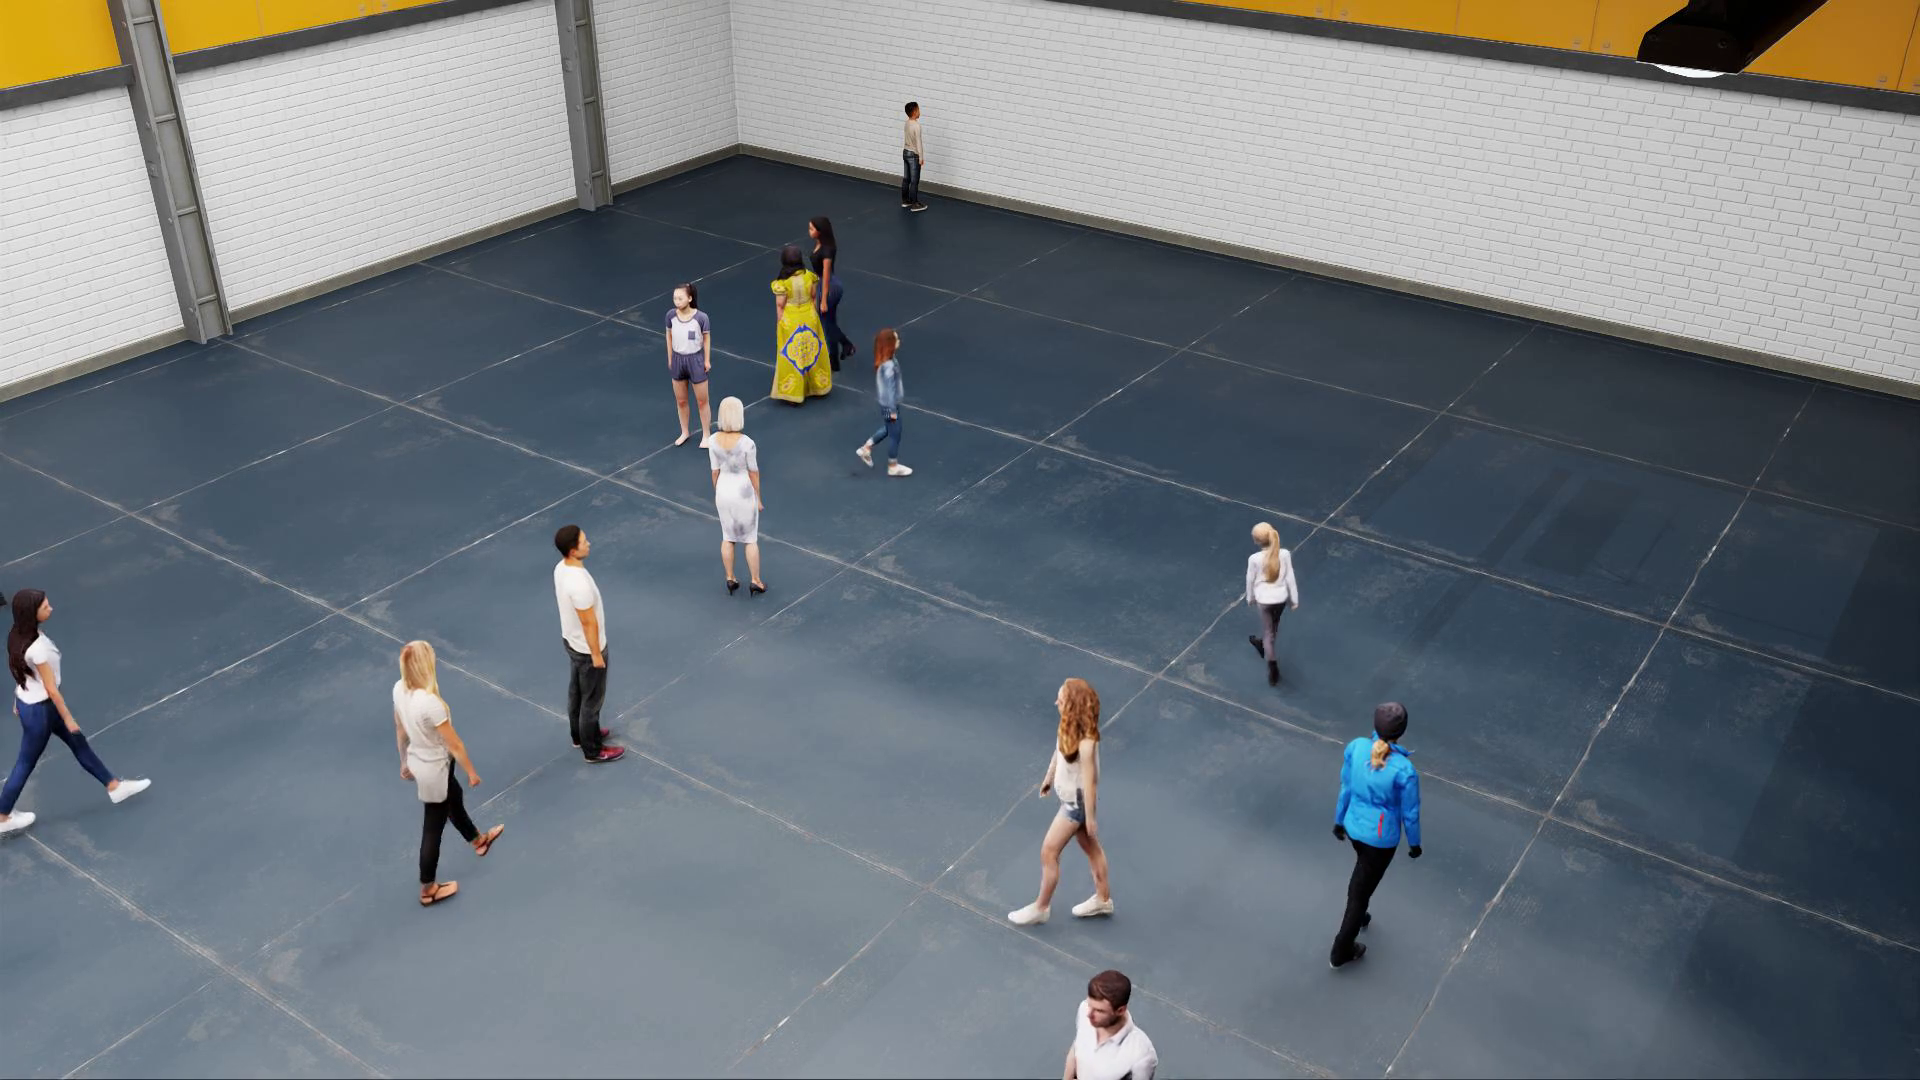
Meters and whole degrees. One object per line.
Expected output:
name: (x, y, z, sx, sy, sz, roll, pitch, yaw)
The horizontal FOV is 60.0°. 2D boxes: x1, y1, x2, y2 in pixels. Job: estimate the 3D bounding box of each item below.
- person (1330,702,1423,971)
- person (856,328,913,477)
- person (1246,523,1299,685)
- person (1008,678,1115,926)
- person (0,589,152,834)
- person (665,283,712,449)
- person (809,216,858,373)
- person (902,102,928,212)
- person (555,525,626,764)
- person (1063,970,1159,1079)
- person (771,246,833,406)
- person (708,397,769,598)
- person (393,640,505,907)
person: (2.316, 1.753, 9.598, 0.831, 1.780, 0.750, -19, 34, -31)
person: (-0.722, -1.268, 15.460, 0.856, 1.470, 0.804, -3, 29, -6)
person: (2.360, 0.489, 12.478, 0.821, 1.241, 0.887, 0, 29, 0)
person: (0.795, 1.576, 9.967, 0.934, 1.738, 0.923, 0, 29, -1)
person: (-6.058, 1.165, 10.758, 1.270, 1.701, 0.919, -19, 34, -31)
person: (-2.606, -1.685, 16.037, 0.660, 1.649, 0.633, 7, 29, 12)
person: (-1.299, -2.603, 17.642, 0.848, 1.724, 0.787, -6, 29, -11)
person: (-0.660, -5.262, 22.793, 0.601, 1.460, 0.601, -17, 33, -28)
person: (-2.614, 0.703, 11.499, 0.688, 1.803, 0.717, -15, 32, -26)
person: (0.764, 2.688, 7.821, 0.822, 1.840, 0.792, -16, 32, -27)
person: (-1.662, -2.204, 16.977, 0.873, 1.659, 1.024, -18, 33, -29)
person: (-1.804, -0.344, 13.472, 0.625, 1.750, 0.615, 7, 29, 12)
person: (-3.285, 1.460, 10.112, 0.646, 1.801, 0.967, 20, 34, 32)
